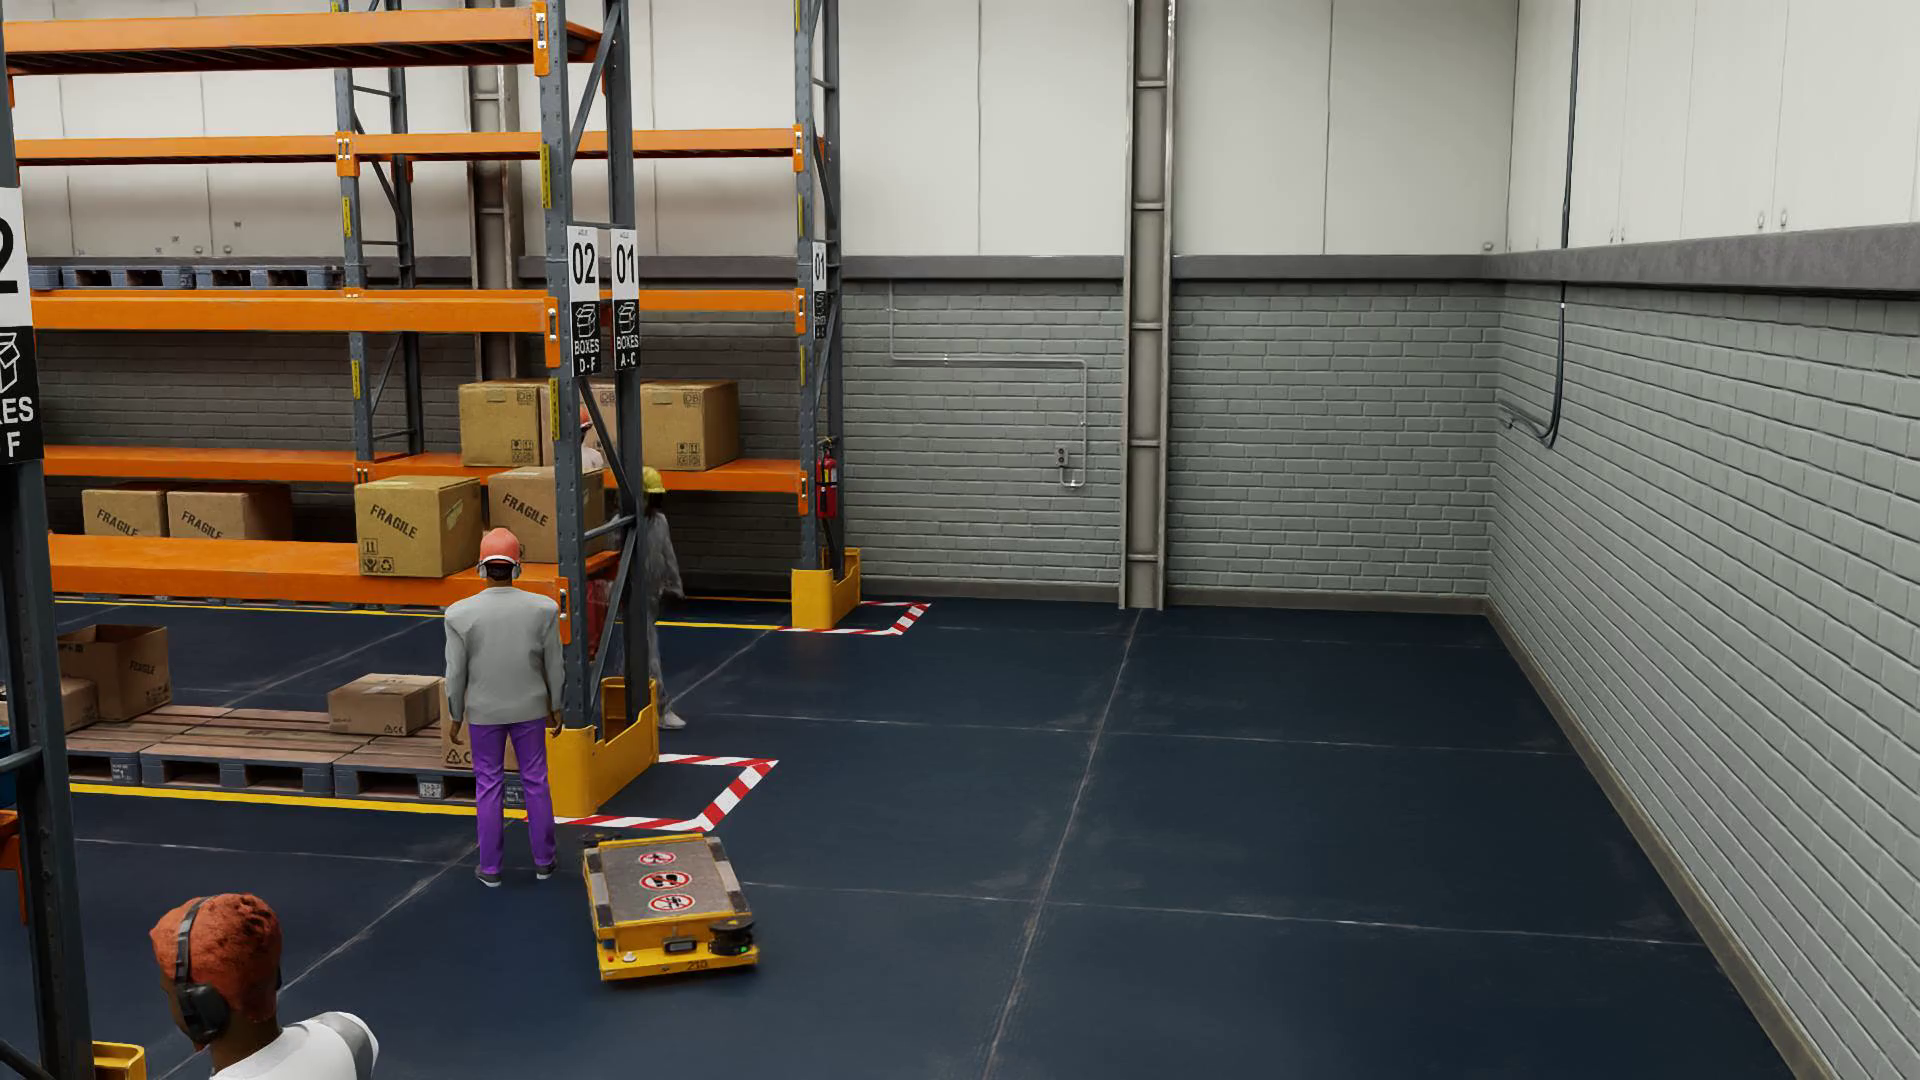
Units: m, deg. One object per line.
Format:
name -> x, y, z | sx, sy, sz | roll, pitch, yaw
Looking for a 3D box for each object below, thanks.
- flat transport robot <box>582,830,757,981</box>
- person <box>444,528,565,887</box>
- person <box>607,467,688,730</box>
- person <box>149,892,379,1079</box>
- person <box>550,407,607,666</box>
flat transport robot -> -1.369, 1.628, 7.655 | 0.652, 0.197, 1.431 | -3, 10, -16
person -> -2.225, 0.810, 8.145 | 0.573, 1.749, 0.342 | -4, 10, -22
person -> -2.010, 0.378, 10.941 | 0.790, 1.704, 0.498 | 5, 10, 27
person -> -1.294, 1.556, 3.109 | 0.356, 1.887, 0.572 | 2, 9, 12
person -> -2.899, -0.036, 12.644 | 0.378, 1.996, 0.611 | 1, 9, 9
